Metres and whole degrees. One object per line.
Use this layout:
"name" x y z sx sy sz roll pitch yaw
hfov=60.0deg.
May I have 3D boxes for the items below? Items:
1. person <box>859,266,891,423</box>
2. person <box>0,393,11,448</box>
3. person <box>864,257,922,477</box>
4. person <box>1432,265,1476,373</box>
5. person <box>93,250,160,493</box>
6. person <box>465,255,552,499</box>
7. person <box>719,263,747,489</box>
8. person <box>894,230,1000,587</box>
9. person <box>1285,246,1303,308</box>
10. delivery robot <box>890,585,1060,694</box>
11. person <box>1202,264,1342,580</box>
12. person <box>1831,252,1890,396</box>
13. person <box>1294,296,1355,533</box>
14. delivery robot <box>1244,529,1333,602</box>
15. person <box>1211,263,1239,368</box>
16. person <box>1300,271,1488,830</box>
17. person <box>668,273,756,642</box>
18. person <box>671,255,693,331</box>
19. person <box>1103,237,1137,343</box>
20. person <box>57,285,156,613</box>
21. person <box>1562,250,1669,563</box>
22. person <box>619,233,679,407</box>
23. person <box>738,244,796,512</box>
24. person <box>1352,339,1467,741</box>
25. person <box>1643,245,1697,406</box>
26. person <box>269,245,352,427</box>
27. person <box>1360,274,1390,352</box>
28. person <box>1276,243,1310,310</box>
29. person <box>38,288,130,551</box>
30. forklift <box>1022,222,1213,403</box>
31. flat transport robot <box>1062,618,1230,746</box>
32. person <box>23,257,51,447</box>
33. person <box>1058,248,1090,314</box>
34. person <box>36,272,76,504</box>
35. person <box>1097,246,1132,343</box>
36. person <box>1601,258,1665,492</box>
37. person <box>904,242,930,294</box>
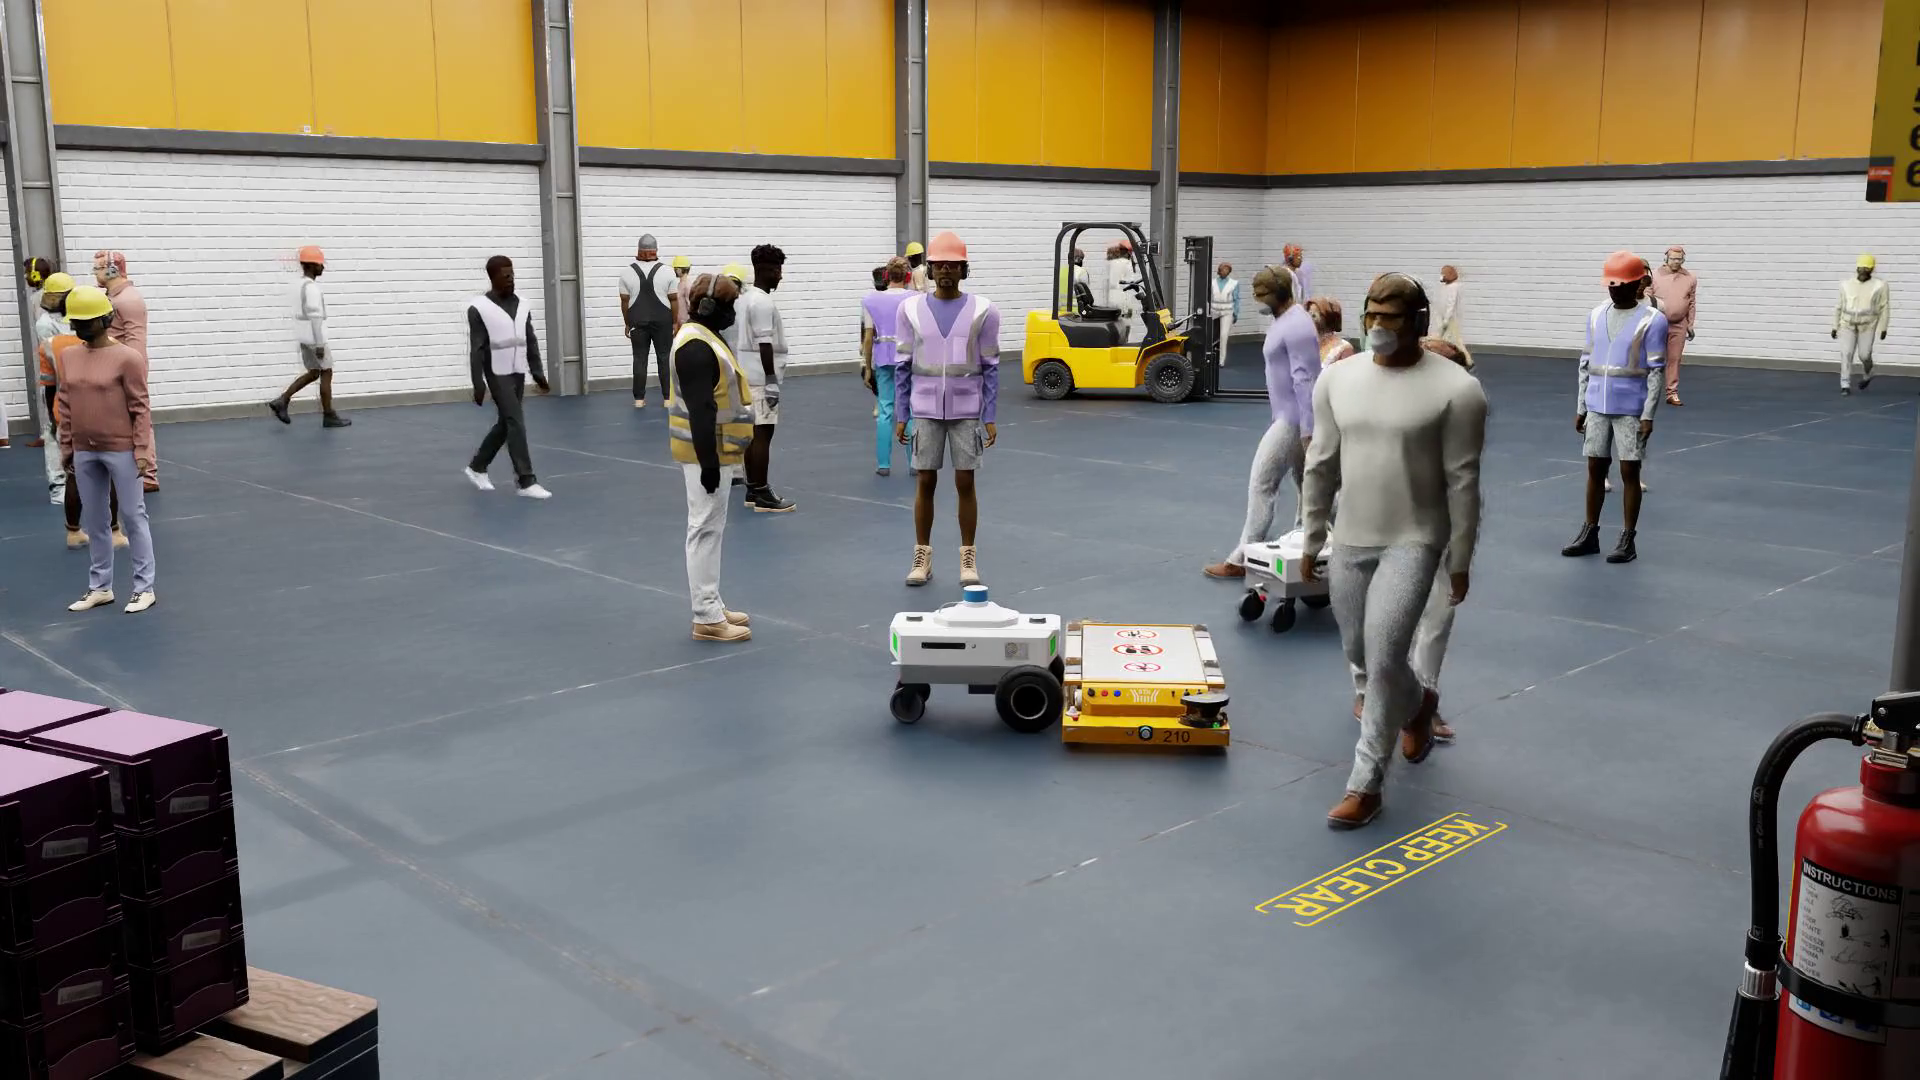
"person" -0.845 -2.104 17.958 0.550 1.686 0.368 4 11 22
"person" -9.218 -1.757 15.609 0.310 1.864 0.533 0 10 -2
"person" -0.524 -1.441 13.958 0.591 1.838 0.388 0 10 2
"person" 7.144 -3.203 24.221 0.808 1.598 0.500 -2 11 -9
"person" -6.580 -1.308 13.052 0.401 1.904 0.650 -8 13 -36
"person" -3.575 -1.282 12.982 0.944 1.883 0.610 5 12 26
"person" -1.884 -1.327 13.442 0.676 1.791 0.682 -9 14 -40
"person" -0.077 -0.745 9.587 0.608 2.048 0.369 1 10 4
"person" 4.245 -2.846 21.489 0.339 1.882 0.584 3 11 14
"delivery robot" 0.065 0.434 6.975 0.707 0.478 0.477 1 10 4
"person" 1.999 -0.672 9.717 1.032 1.869 0.696 1 10 5
"person" 11.389 -2.726 21.038 0.634 1.810 0.526 8 13 38
"person" 2.291 -0.727 10.604 0.307 1.641 0.512 -6 12 -31
"delivery robot" 1.840 0.116 8.712 0.707 0.478 0.477 -5 12 -27
"person" 3.955 -3.418 25.376 0.539 1.593 0.845 4 11 19
"person" 1.551 -0.001 5.913 0.634 1.904 0.924 9 13 39
"person" -1.242 -0.418 8.383 0.429 1.838 0.621 -1 10 -6
"person" -3.550 -2.765 21.372 0.314 1.769 0.524 -5 12 -25
"person" 2.390 -3.634 25.499 0.772 2.005 0.617 -9 14 -40
"person" -4.593 -0.478 8.923 0.523 1.760 0.325 2 11 10
"person" 4.071 -0.823 10.336 0.366 1.930 0.542 -8 13 -39
"person" -3.647 -2.584 19.636 0.682 2.000 0.537 0 10 -2
"person" -1.441 -1.188 12.245 0.379 1.958 0.600 -4 11 -19
"person" 1.830 -0.002 6.726 0.636 1.598 0.699 -3 11 -14
"person" 8.438 -2.546 19.812 0.638 1.903 0.409 0 10 2
"person" -6.837 -2.116 17.407 0.699 1.923 0.545 -8 13 -39
"person" 4.284 -1.891 16.969 0.276 1.632 0.507 -6 12 -28
"person" 5.412 -3.921 27.342 0.417 1.892 0.667 -10 14 -43
"person" -5.567 -0.762 10.655 0.546 1.697 0.357 0 10 0
"forklift" 1.935 -2.847 20.651 2.313 2.155 1.214 2 11 13
"flat transport robot" 0.779 0.585 7.181 0.652 0.197 1.431 1 10 4
"person" -8.497 -1.767 15.798 0.896 1.832 0.523 -1 10 -3
"person" 1.630 -3.213 23.625 0.429 1.838 0.621 -9 14 -41
"person" -6.754 -1.145 12.600 0.317 1.743 0.488 0 10 1
"person" 2.494 -3.778 26.676 0.941 1.852 0.573 -4 11 -22
"person" 5.278 -1.293 13.128 0.517 1.843 0.325 0 10 1
"person" -0.605 -3.252 23.598 0.370 1.924 0.586 0 10 3
